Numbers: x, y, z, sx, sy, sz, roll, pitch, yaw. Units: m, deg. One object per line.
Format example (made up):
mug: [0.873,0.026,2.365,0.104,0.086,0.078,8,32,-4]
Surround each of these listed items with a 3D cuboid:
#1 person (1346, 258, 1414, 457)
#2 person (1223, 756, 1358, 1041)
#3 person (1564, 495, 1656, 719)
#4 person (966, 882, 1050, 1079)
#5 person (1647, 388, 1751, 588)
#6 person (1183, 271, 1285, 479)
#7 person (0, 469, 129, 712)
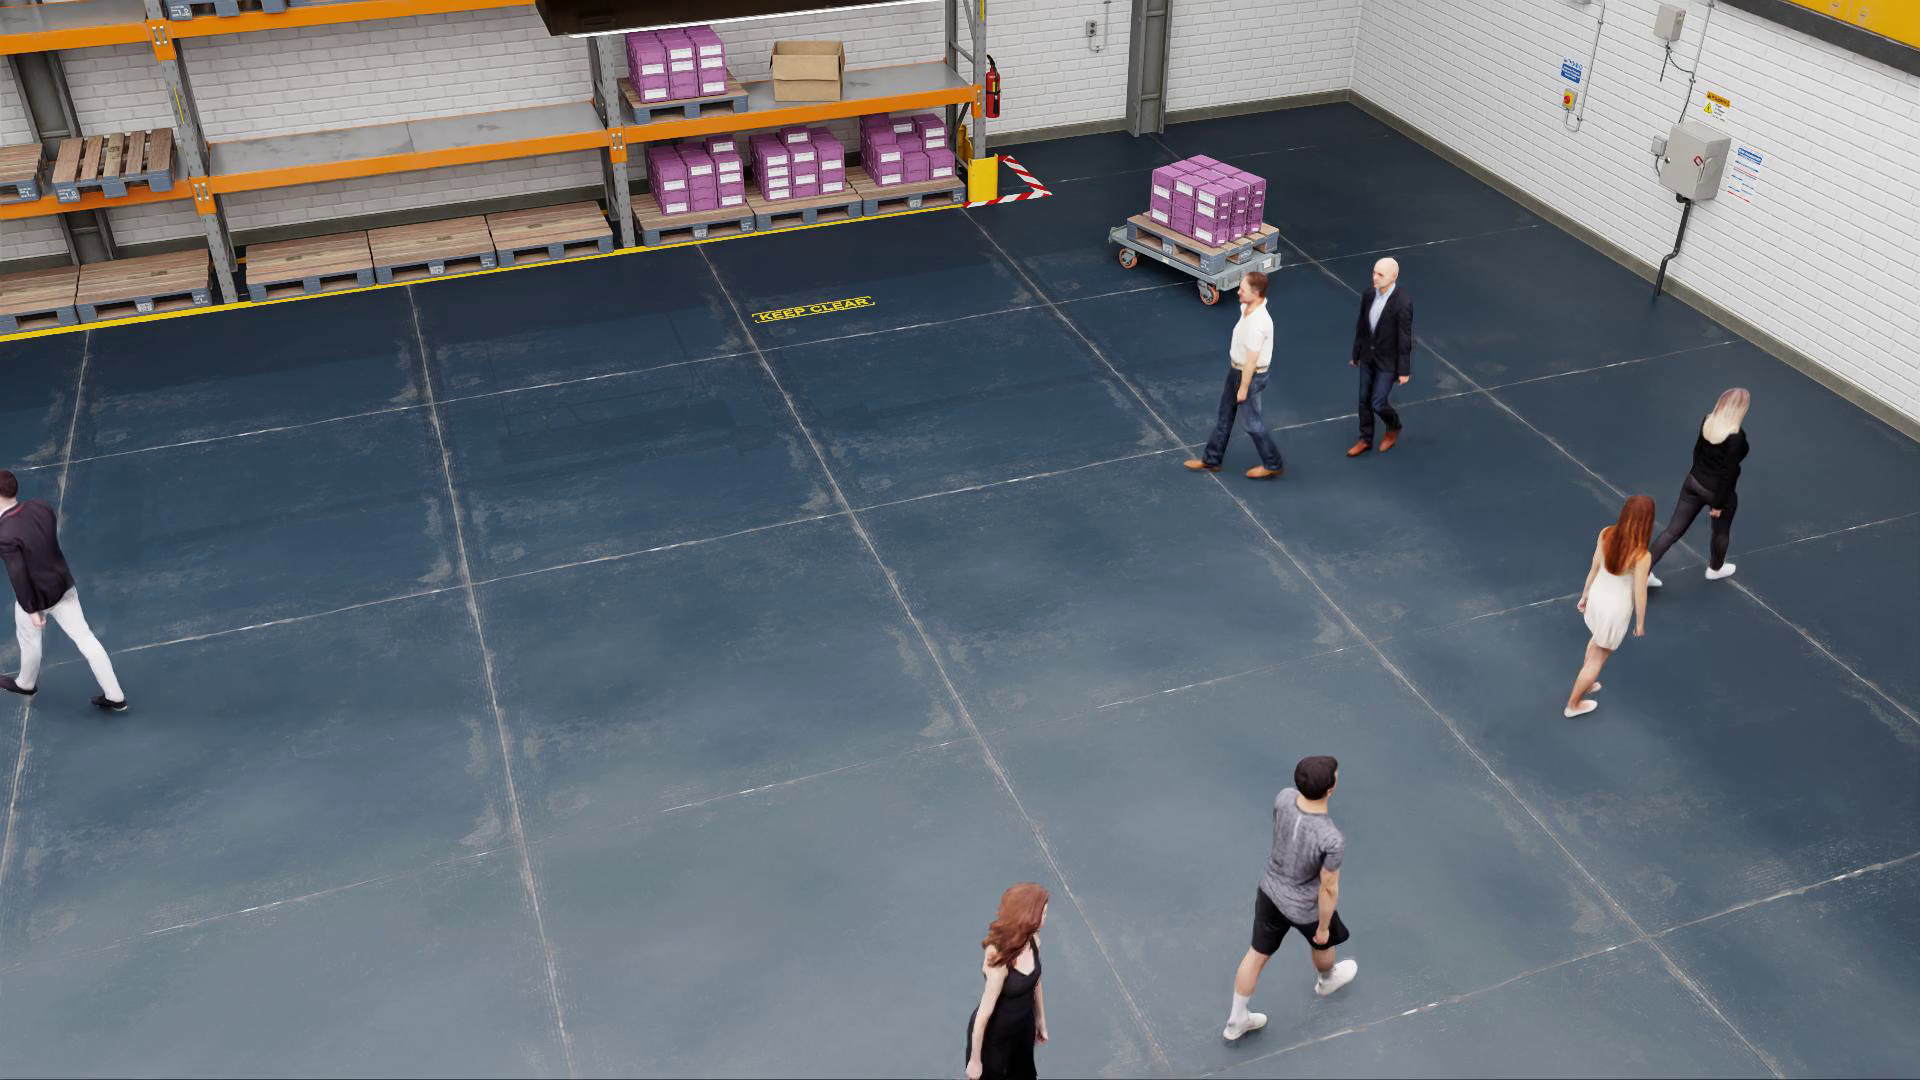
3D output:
person: [3.531,-1.513,13.721,0.836,1.790,0.824,-20,39,-28]
person: [1.657,1.878,8.587,1.229,1.827,0.873,-21,39,-28]
person: [4.159,0.464,10.829,0.648,1.699,0.605,-15,36,-21]
person: [0.141,2.363,7.956,0.718,1.717,0.863,-24,41,-32]
person: [5.331,-0.321,12.063,1.123,1.640,0.625,-10,35,-15]
person: [2.397,-1.285,13.346,1.165,1.825,0.948,1,34,2]
person: [-5.869,0.380,10.869,1.250,1.795,1.097,8,34,12]
